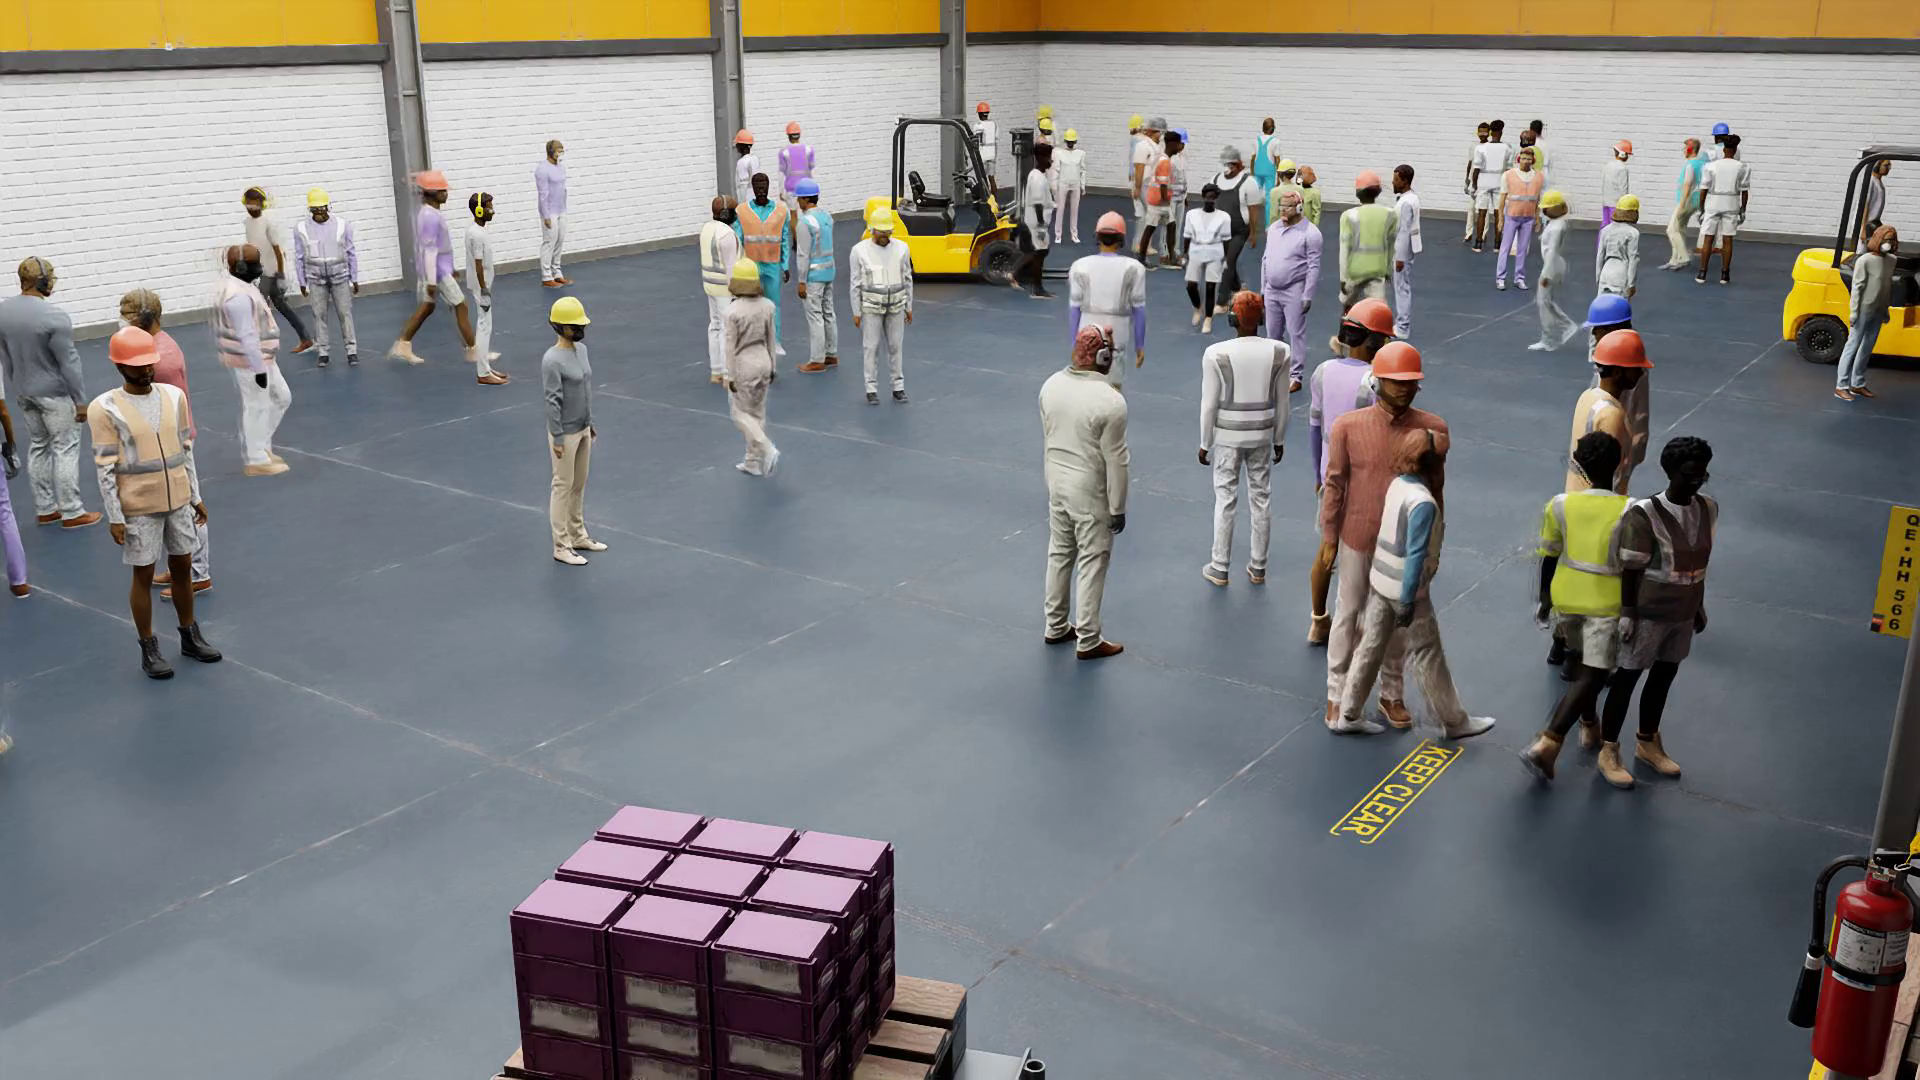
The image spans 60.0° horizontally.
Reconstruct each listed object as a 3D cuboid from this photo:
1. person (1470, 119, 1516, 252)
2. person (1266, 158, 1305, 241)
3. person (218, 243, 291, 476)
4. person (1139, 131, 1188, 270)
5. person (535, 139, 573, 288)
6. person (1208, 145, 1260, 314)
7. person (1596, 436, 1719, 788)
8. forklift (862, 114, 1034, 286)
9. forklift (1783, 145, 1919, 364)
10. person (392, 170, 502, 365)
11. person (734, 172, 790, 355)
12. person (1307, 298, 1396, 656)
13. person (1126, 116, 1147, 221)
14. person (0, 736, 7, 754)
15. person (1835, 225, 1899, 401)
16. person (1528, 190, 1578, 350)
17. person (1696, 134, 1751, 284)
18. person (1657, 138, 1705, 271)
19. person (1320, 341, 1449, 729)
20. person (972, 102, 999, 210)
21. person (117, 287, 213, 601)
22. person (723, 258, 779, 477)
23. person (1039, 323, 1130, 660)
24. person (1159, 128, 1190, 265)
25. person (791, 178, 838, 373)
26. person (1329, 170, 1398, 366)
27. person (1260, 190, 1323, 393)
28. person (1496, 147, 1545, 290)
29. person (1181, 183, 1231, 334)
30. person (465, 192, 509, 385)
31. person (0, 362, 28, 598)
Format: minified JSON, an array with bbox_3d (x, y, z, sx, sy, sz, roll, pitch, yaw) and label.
[{"bbox_3d":[8.009,-5.328,25.043,0.610,1.963,0.365,4,18,11],"label":"person"},{"bbox_3d":[4.045,-3.861,20.777,0.529,1.767,0.329,-9,20,-27],"label":"person"},{"bbox_3d":[-5.492,-1.395,12.965,0.460,1.826,0.658,-6,19,-19],"label":"person"},{"bbox_3d":[2.886,-4.713,23.181,0.853,1.911,0.617,5,18,14],"label":"person"},{"bbox_3d":[-5.325,-4.279,21.843,0.390,1.924,0.627,5,18,16],"label":"person"},{"bbox_3d":[3.300,-3.814,20.187,0.697,2.000,0.948,15,23,38],"label":"person"},{"bbox_3d":[3.281,0.329,7.779,0.540,1.697,0.317,-7,19,-22],"label":"person"},{"bbox_3d":[-0.171,-4.594,22.377,2.313,2.155,1.214,1,18,3],"label":"forklift"},{"bbox_3d":[9.803,-2.879,17.013,2.313,2.155,1.214,12,21,33],"label":"forklift"},{"bbox_3d":[-5.362,-2.764,16.995,1.072,2.000,0.611,-7,19,-20],"label":"person"},{"bbox_3d":[-2.078,-2.898,17.518,0.593,1.920,0.391,-5,18,-15],"label":"person"},{"bbox_3d":[2.216,-0.339,9.327,0.384,2.035,0.605,-11,21,-30],"label":"person"},{"bbox_3d":[3.114,-6.423,28.776,0.406,1.798,0.723,10,20,27],"label":"person"},{"bbox_3d":[-4.963,0.238,7.821,0.680,1.856,0.361,9,20,25],"label":"person"},{"bbox_3d":[8.517,-2.125,15.561,0.507,1.631,0.278,-8,19,-23],"label":"person"},{"bbox_3d":[6.355,-2.871,17.764,0.478,1.711,0.519,5,19,16],"label":"person"},{"bbox_3d":[10.158,-4.410,22.169,0.614,1.964,0.361,7,19,21],"label":"person"},{"bbox_3d":[10.076,-4.649,23.134,0.492,1.827,0.607,12,21,34],"label":"person"},{"bbox_3d":[2.120,-0.013,8.367,0.618,1.997,0.373,-1,18,-2],"label":"person"},{"bbox_3d":[0.437,-6.959,30.214,0.543,1.928,0.400,-14,22,-37],"label":"person"},{"bbox_3d":[-4.918,-0.592,10.273,0.372,1.940,0.631,-12,21,-33],"label":"person"},{"bbox_3d":[-1.586,-1.310,12.866,0.490,1.727,0.594,-16,24,-41],"label":"person"},{"bbox_3d":[0.725,-0.272,9.349,0.398,1.900,0.635,-14,23,-38],"label":"person"},{"bbox_3d":[3.070,-4.902,23.772,0.424,1.934,0.617,14,22,37],"label":"person"},{"bbox_3d":[-1.474,-2.658,16.745,0.426,1.938,0.604,7,19,20],"label":"person"},{"bbox_3d":[4.112,-2.749,16.940,0.617,1.982,1.073,-1,18,-3],"label":"person"},{"bbox_3d":[3.112,-2.369,15.884,0.409,1.909,0.641,-15,23,-39],"label":"person"},{"bbox_3d":[7.273,-4.176,21.645,0.570,1.836,0.383,-2,18,-6],"label":"person"},{"bbox_3d":[2.766,-3.172,18.740,0.561,1.680,0.361,5,18,16],"label":"person"},{"bbox_3d":[-4.628,-2.440,16.187,0.325,1.861,0.512,-6,19,-18],"label":"person"},{"bbox_3d":[-6.050,-0.518,10.174,0.511,1.862,0.327,-12,21,-32],"label":"person"}]
